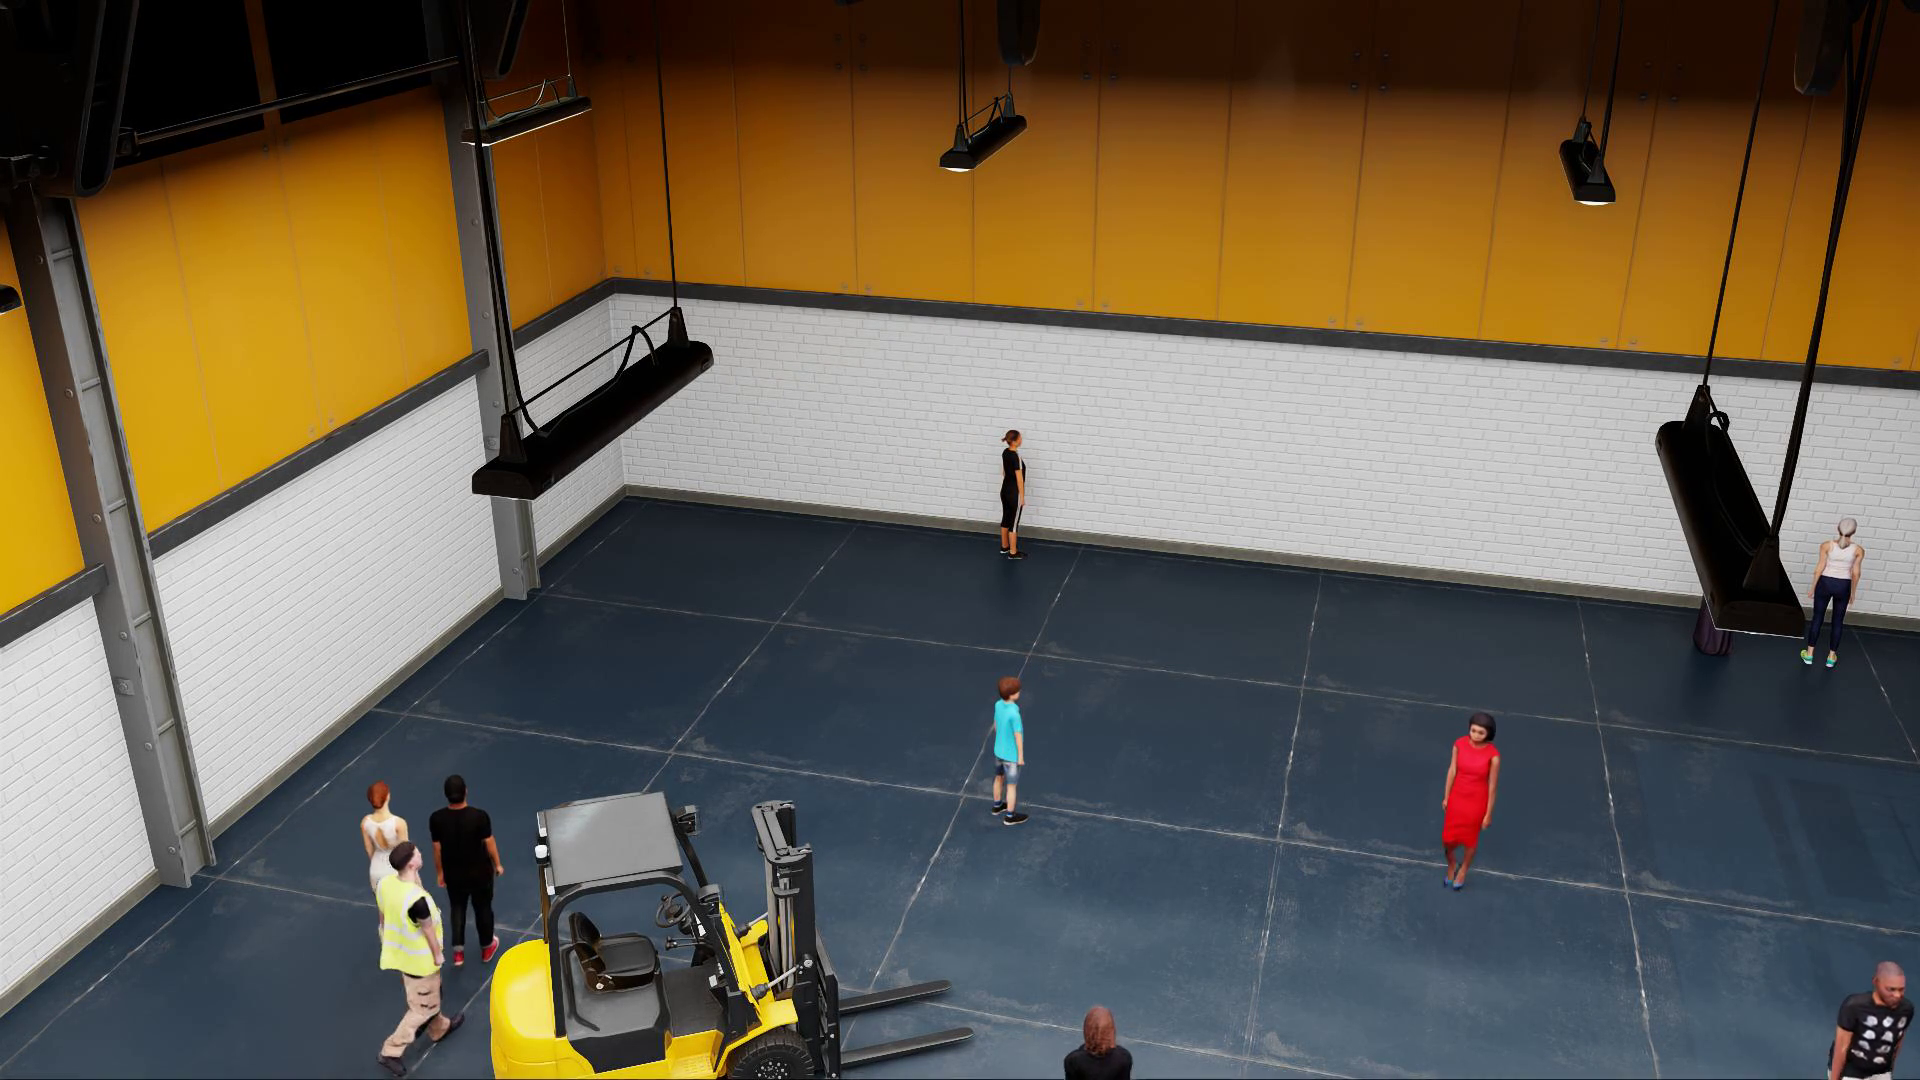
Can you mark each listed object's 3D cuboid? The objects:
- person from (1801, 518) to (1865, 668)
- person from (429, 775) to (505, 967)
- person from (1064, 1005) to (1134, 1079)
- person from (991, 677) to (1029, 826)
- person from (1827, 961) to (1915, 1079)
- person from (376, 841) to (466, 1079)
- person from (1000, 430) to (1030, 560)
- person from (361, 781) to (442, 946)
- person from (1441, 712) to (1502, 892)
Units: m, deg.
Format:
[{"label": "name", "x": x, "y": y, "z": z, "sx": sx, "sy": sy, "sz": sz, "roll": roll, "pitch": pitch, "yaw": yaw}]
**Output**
[{"label": "person", "x": 9.474, "y": 0.553, "z": 18.048, "sx": 0.627, "sy": 1.701, "sz": 0.563, "roll": 9, "pitch": 25, "yaw": 20}, {"label": "person", "x": -3.907, "y": 2.656, "z": 13.174, "sx": 0.737, "sy": 1.752, "sz": 0.787, "roll": 0, "pitch": 24, "yaw": 0}, {"label": "person", "x": 0.906, "y": 3.776, "z": 10.684, "sx": 0.697, "sy": 1.694, "sz": 0.730, "roll": -3, "pitch": 24, "yaw": -7}, {"label": "person", "x": 0.435, "y": 1.910, "z": 15.260, "sx": 0.640, "sy": 1.449, "sz": 0.589, "roll": -15, "pitch": 28, "yaw": -30}, {"label": "person", "x": 5.986, "y": 3.521, "z": 11.146, "sx": 0.716, "sy": 1.791, "sz": 0.718, "roll": 1, "pitch": 24, "yaw": 3}, {"label": "person", "x": -4.026, "y": 3.061, "z": 12.159, "sx": 0.970, "sy": 1.824, "sz": 1.160, "roll": 19, "pitch": 30, "yaw": 37}, {"label": "person", "x": 0.651, "y": -0.590, "z": 20.703, "sx": 0.722, "sy": 1.669, "sz": 0.647, "roll": -11, "pitch": 26, "yaw": -23}, {"label": "person", "x": -4.549, "y": 2.698, "z": 13.241, "sx": 0.671, "sy": 1.620, "sz": 0.938, "roll": 1, "pitch": 24, "yaw": 3}, {"label": "person", "x": 4.382, "y": 2.213, "z": 14.213, "sx": 0.692, "sy": 1.731, "sz": 0.715, "roll": 15, "pitch": 28, "yaw": 31}]
